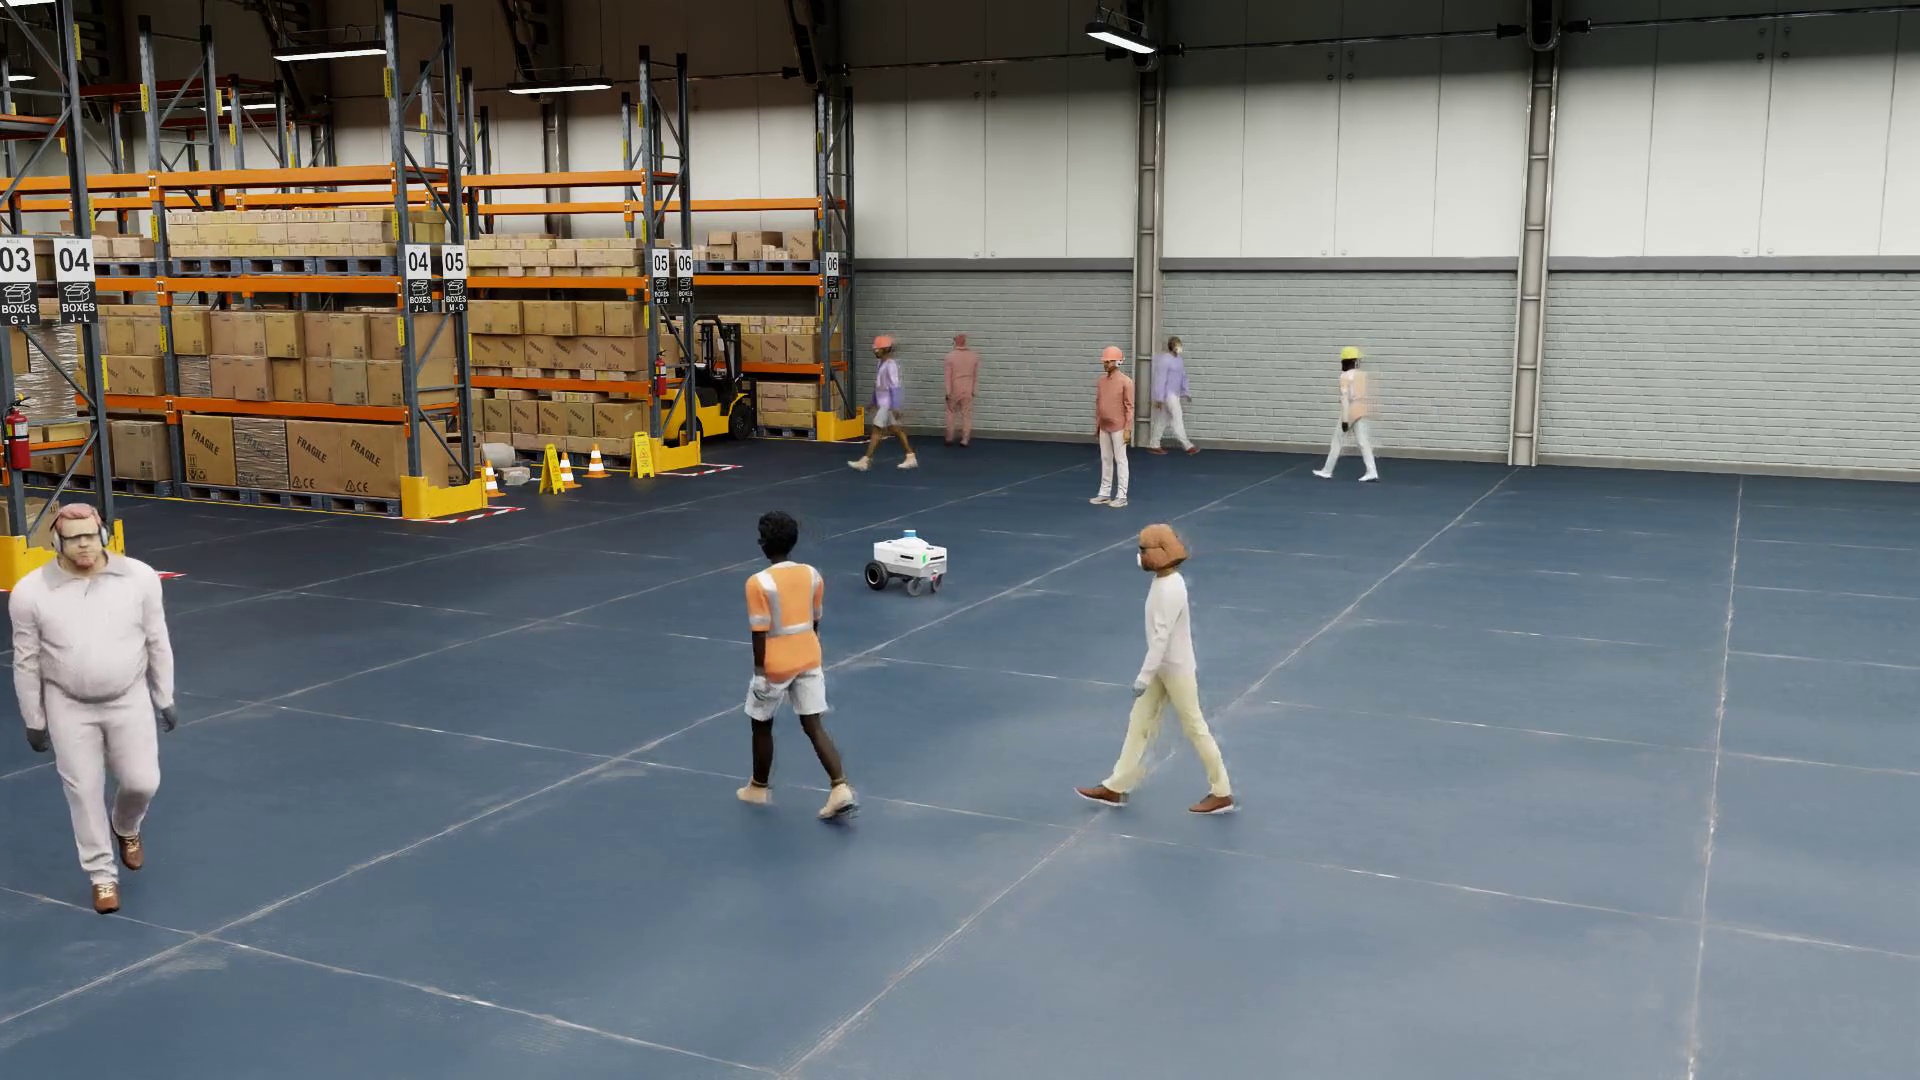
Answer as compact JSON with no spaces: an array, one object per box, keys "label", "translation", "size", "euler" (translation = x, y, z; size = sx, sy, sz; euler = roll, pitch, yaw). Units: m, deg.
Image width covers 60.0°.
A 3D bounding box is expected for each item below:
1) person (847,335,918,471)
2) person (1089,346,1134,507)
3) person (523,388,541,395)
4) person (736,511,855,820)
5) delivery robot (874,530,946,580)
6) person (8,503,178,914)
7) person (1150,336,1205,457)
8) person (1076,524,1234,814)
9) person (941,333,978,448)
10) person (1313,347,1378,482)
[{"label":"person","translation":[-1.097,-1.995,24.347],"size":[1.099,1.987,0.613],"euler":[-2,10,-13]},{"label":"person","translation":[1.896,-1.408,20.683],"size":[0.386,1.996,0.610],"euler":[-7,12,-38]},{"label":"person","translation":[-7.102,-2.413,27.410],"size":[0.890,1.817,0.575],"euler":[5,10,27]},{"label":"person","translation":[-0.885,0.676,8.920],"size":[0.536,1.665,0.816],"euler":[-9,13,-44]},{"label":"delivery robot","translation":[-0.455,0.152,15.239],"size":[0.707,0.478,0.477],"euler":[9,13,43]},{"label":"person","translation":[-4.013,0.753,7.736],"size":[0.668,1.892,0.543],"euler":[-6,11,-31]},{"label":"person","translation":[3.422,-2.264,26.260],"size":[1.014,1.884,0.635],"euler":[5,11,29]},{"label":"person","translation":[1.100,0.706,8.974],"size":[0.851,1.582,0.507],"euler":[-1,9,-5]},{"label":"person","translation":[-0.048,-2.486,27.638],"size":[0.665,1.874,0.802],"euler":[-5,10,-27]},{"label":"person","translation":[5.428,-1.747,23.136],"size":[0.604,1.880,1.015],"euler":[-9,13,-42]}]
